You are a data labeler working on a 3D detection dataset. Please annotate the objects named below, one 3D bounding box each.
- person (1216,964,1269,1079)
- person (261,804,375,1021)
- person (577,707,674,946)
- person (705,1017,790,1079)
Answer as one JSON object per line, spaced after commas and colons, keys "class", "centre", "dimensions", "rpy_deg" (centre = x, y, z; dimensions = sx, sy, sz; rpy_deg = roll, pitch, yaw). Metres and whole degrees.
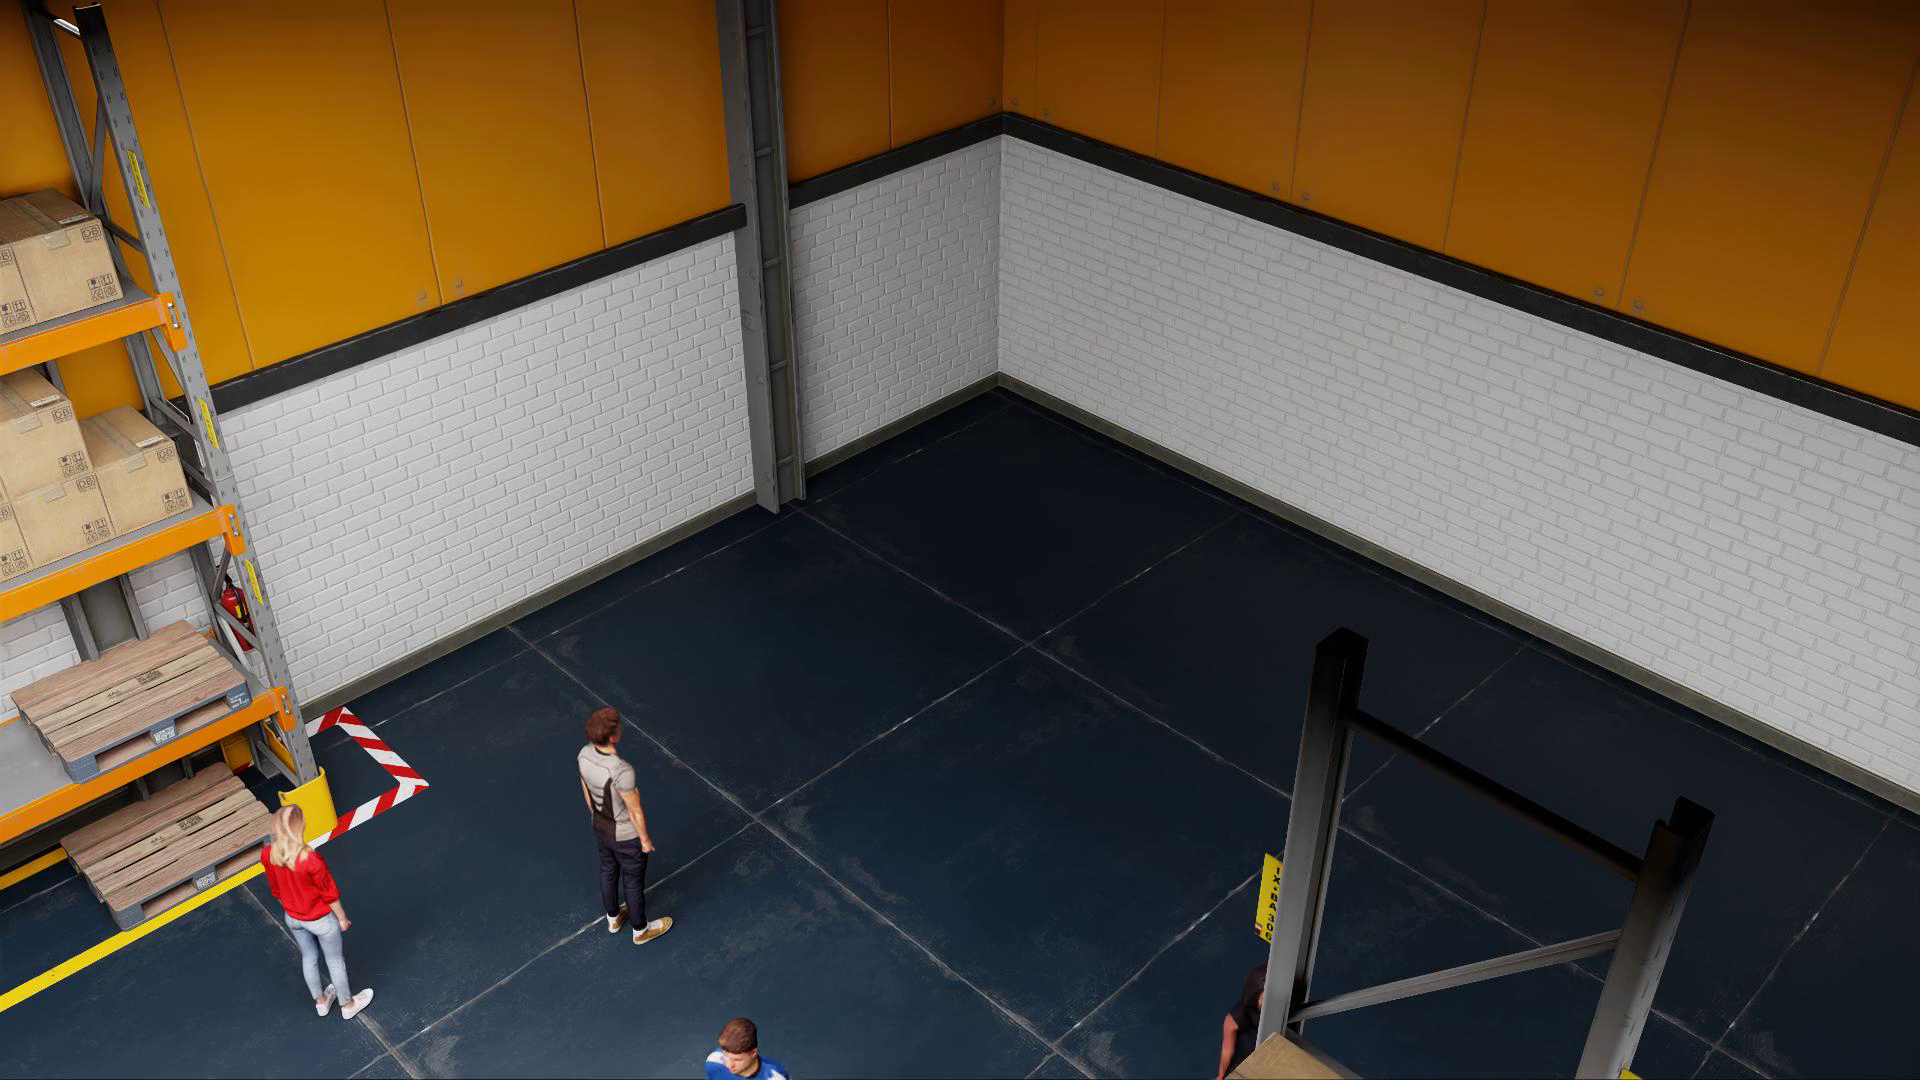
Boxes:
{"class": "person", "centre": [1.638, 3.002, 9.431], "dimensions": [1.170, 1.703, 1.063], "rpy_deg": [-8, 34, -12]}
{"class": "person", "centre": [-4.062, 2.346, 10.417], "dimensions": [0.689, 1.705, 0.688], "rpy_deg": [8, 34, 11]}
{"class": "person", "centre": [-2.252, 1.881, 10.947], "dimensions": [0.690, 1.893, 0.599], "rpy_deg": [21, 39, 29]}
{"class": "person", "centre": [-1.064, 3.169, 9.048], "dimensions": [0.787, 1.850, 0.880], "rpy_deg": [14, 36, 20]}
